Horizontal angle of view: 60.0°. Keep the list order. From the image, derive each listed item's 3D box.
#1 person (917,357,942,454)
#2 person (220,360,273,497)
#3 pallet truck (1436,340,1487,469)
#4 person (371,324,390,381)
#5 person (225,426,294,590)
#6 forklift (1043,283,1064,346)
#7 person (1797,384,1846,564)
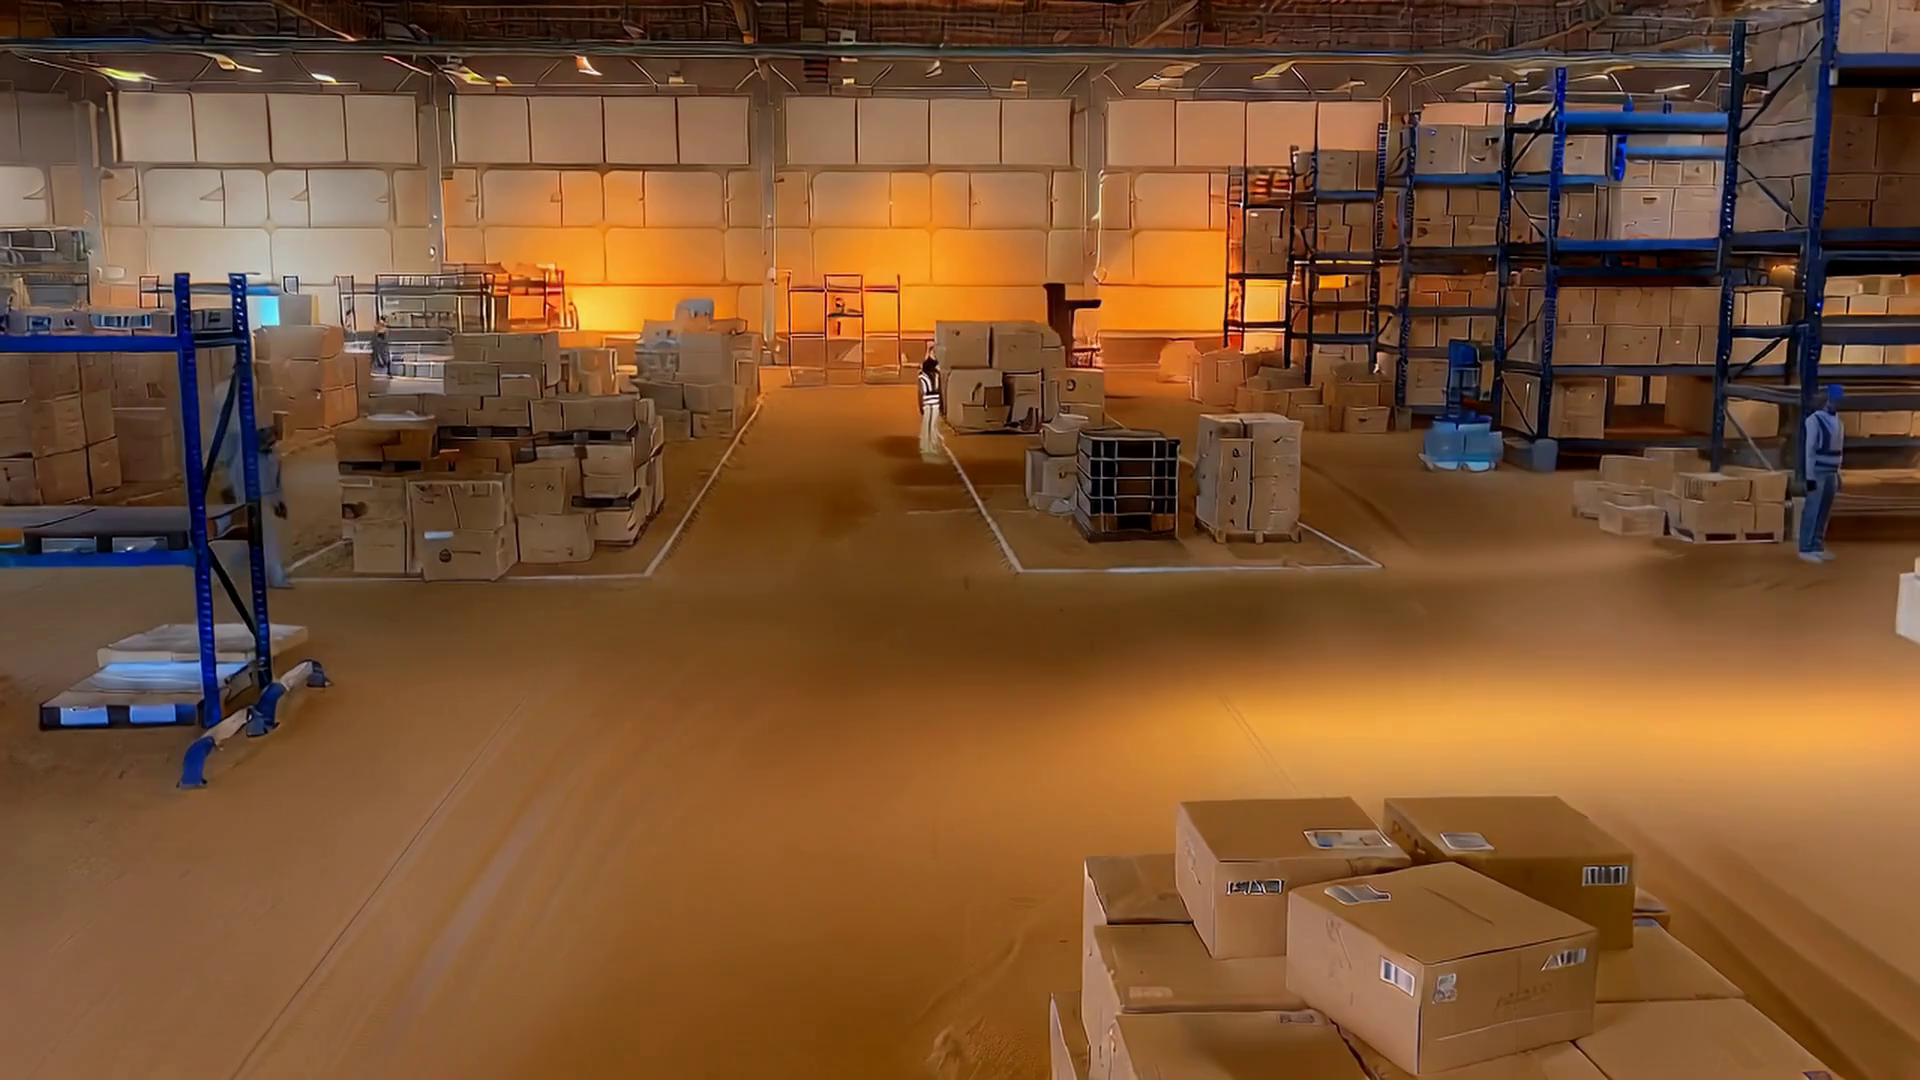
[{"bbox_3d":[-0.519,-2.273,28.187,0.307,1.640,0.518,8,12,43],"label":"person"},{"bbox_3d":[-9.869,-1.547,22.883,0.646,1.898,1.032,4,10,23],"label":"person"},{"bbox_3d":[8.004,-2.170,26.422,0.823,1.965,1.885,2,9,14],"label":"pallet truck"},{"bbox_3d":[-13.311,-4.044,38.474,0.929,1.893,0.569,-3,10,-20],"label":"person"},{"bbox_3d":[-6.815,-0.316,16.070,0.774,1.597,0.523,3,9,16],"label":"person"},{"bbox_3d":[2.269,-4.771,39.987,1.873,2.768,1.129,2,9,11],"label":"forklift"},{"bbox_3d":[9.097,-0.692,17.508,0.581,1.885,0.356,-6,11,-32],"label":"person"}]
